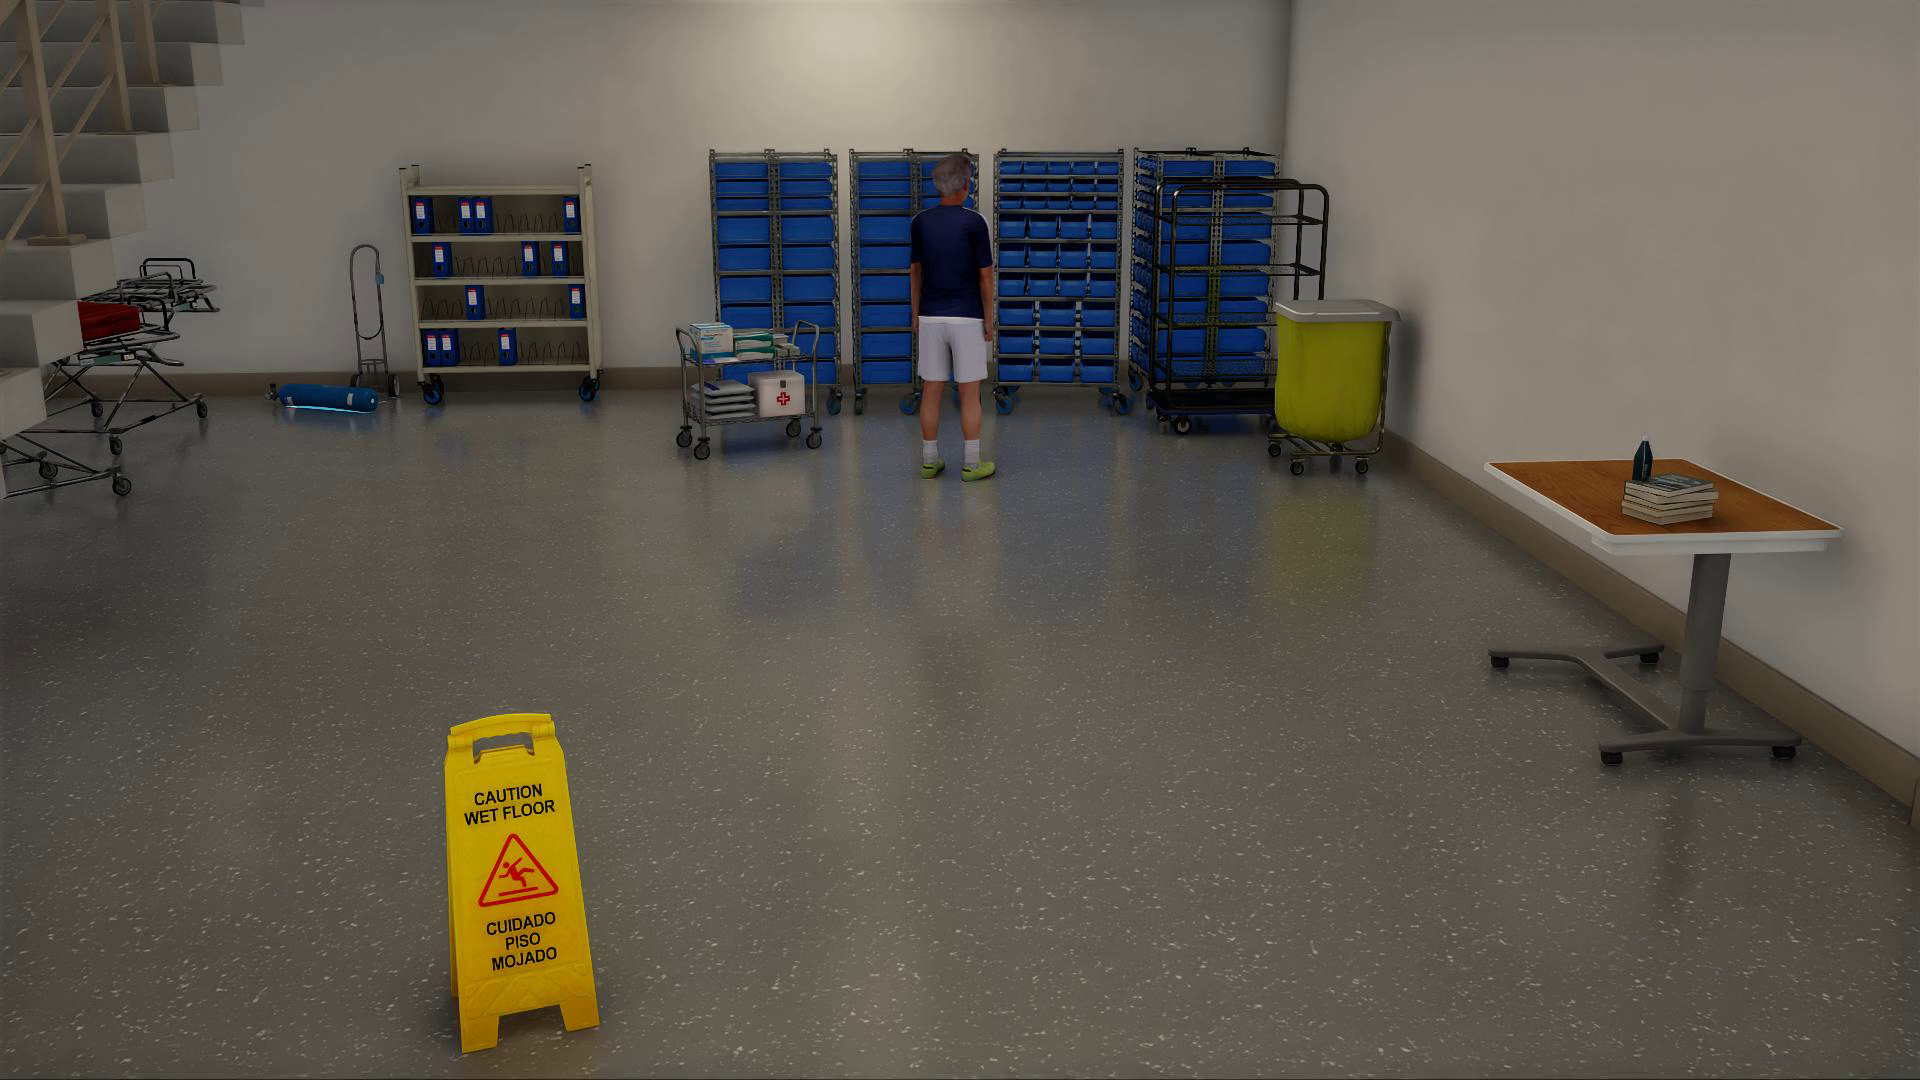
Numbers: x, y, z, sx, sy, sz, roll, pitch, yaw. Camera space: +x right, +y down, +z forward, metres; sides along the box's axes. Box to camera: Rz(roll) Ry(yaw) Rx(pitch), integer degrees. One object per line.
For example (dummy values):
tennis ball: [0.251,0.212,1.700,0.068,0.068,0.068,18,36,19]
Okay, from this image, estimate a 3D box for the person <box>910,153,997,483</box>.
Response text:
person: [-0.049,-1.261,9.440,0.709,1.836,0.684,6,17,19]
